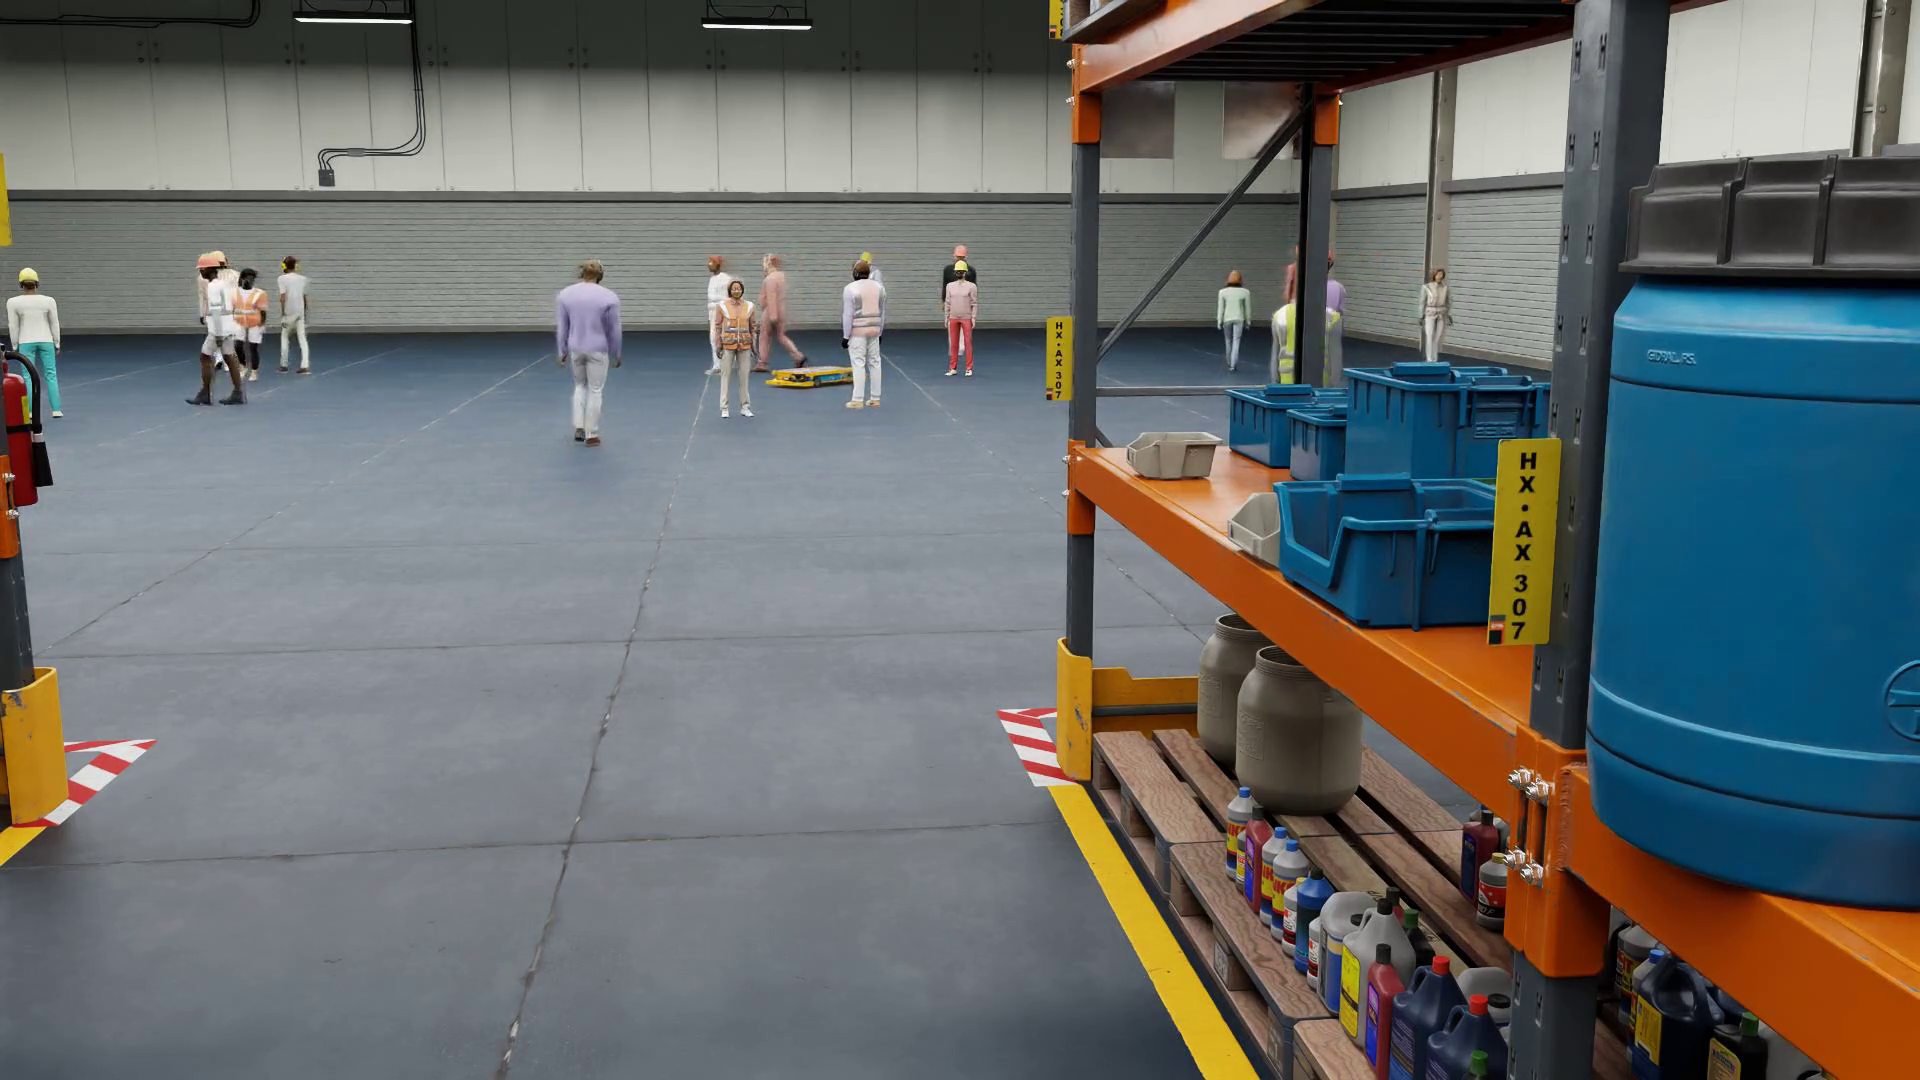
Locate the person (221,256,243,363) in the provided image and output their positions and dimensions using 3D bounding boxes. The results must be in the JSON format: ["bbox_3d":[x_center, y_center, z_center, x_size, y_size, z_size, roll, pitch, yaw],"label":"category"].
[{"bbox_3d":[-12.427,-3.901,28.126,0.624,1.837,0.430,-6,12,-28],"label":"person"}]

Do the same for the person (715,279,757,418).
[{"bbox_3d":[-2.652,-2.267,19.695,0.512,1.642,0.311,-4,11,-22],"label":"person"}]

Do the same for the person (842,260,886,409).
[{"bbox_3d":[-1.220,-2.560,20.750,0.619,1.845,0.430,-8,13,-39],"label":"person"}]

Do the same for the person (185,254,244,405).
[{"bbox_3d":[-9.525,-2.654,21.067,0.808,1.908,0.578,-1,10,-8],"label":"person"}]

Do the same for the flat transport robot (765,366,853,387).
[{"bbox_3d":[-2.092,-2.367,24.004,0.652,0.197,1.431,7,13,35],"label":"flat transport robot"}]

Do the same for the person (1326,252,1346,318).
[{"bbox_3d":[3.658,-1.992,17.090,0.615,2.040,0.391,-8,13,-36],"label":"person"}]

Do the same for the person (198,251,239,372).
[{"bbox_3d":[-11.713,-3.614,26.344,0.608,1.908,0.426,-5,11,-24],"label":"person"}]

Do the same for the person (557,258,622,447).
[{"bbox_3d":[-3.760,-1.911,16.994,0.642,1.913,0.566,2,10,9],"label":"person"}]

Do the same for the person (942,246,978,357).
[{"bbox_3d":[-0.015,-4.228,29.547,0.652,1.960,0.851,1,10,6],"label":"person"}]

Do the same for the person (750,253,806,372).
[{"bbox_3d":[-2.896,-3.572,26.187,0.858,1.879,0.651,2,10,10],"label":"person"}]

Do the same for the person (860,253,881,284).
[{"bbox_3d":[-2.022,-5.160,35.136,0.627,1.788,0.885,7,12,34],"label":"person"}]

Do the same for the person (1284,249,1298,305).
[{"bbox_3d":[6.498,-4.544,31.279,0.650,1.963,0.842,-9,14,-40],"label":"person"}]

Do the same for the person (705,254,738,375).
[{"bbox_3d":[-3.692,-3.472,25.676,0.492,1.866,0.595,-6,12,-31],"label":"person"}]

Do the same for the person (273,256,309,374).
[{"bbox_3d":[-10.488,-3.520,26.029,0.894,1.826,0.543,7,13,35],"label":"person"}]

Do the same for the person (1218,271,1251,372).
[{"bbox_3d":[4.368,-3.478,26.491,0.516,1.587,0.864,3,11,15],"label":"person"}]

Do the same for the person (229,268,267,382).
[{"bbox_3d":[-10.472,-3.160,24.501,0.540,1.676,0.417,-2,10,-9],"label":"person"}]

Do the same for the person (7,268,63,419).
[{"bbox_3d":[-10.847,-2.298,19.516,0.525,1.772,0.309,-7,12,-32],"label":"person"}]

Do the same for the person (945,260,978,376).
[{"bbox_3d":[0.011,-3.395,25.532,0.527,1.772,0.306,4,11,19],"label":"person"}]

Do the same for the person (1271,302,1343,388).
[{"bbox_3d":[2.900,-1.322,13.994,0.637,1.831,0.572,6,12,30],"label":"person"}]

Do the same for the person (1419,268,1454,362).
[{"bbox_3d":[7.741,-3.575,26.904,0.540,1.614,0.674,-1,10,-4],"label":"person"}]
